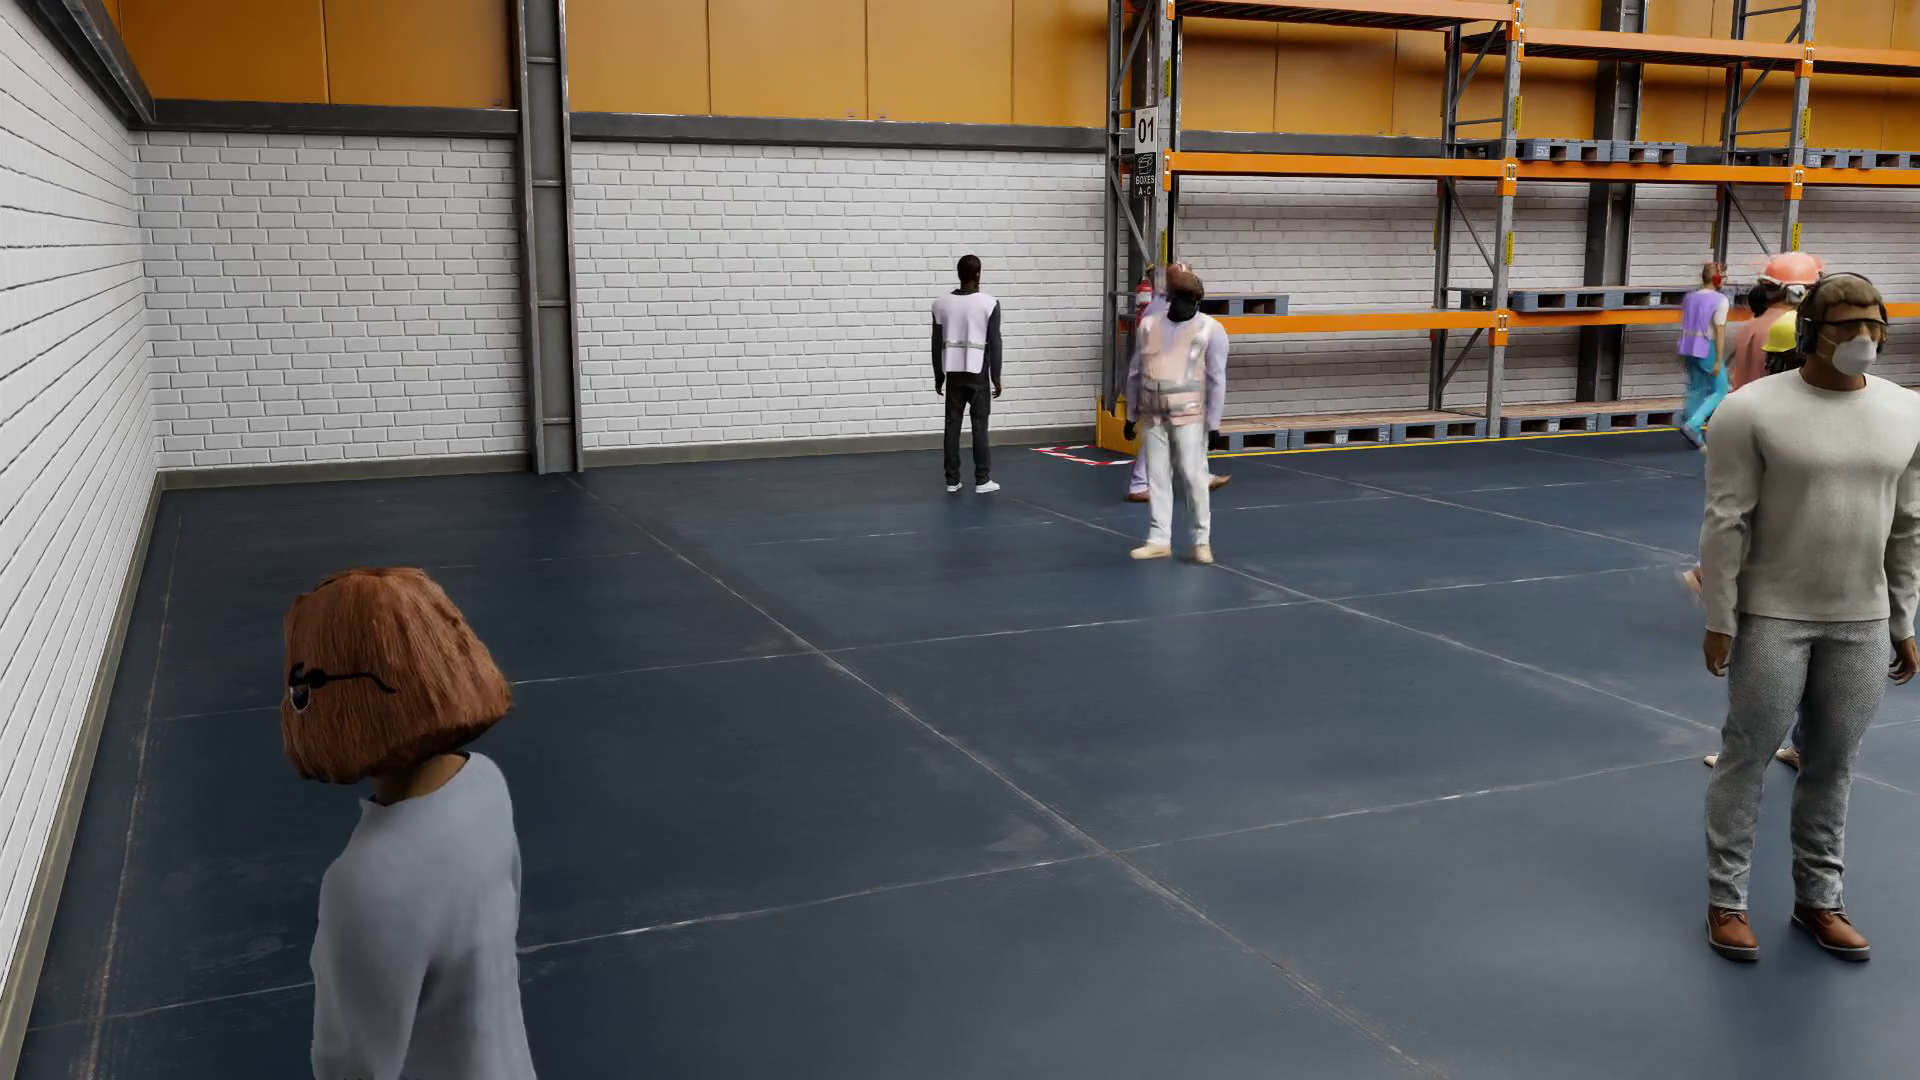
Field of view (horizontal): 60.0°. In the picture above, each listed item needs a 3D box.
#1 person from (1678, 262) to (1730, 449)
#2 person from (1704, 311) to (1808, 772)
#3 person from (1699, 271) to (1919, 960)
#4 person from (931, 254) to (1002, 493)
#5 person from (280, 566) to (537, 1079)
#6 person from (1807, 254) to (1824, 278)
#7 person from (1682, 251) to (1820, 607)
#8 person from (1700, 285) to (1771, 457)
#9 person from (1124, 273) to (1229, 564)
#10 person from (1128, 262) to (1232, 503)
[{"bbox_3d":[7.199,-1.768,16.099,0.435,1.833,0.568,-3,11,-18],"label":"person"},{"bbox_3d":[3.086,0.029,6.260,0.524,1.770,0.315,-2,10,-12],"label":"person"},{"bbox_3d":[2.398,0.226,4.687,0.632,1.940,0.372,0,10,1],"label":"person"},{"bbox_3d":[0.055,-1.336,13.450,0.590,1.916,0.385,4,11,21],"label":"person"},{"bbox_3d":[-0.684,0.840,2.143,0.279,1.626,0.512,0,10,-1],"label":"person"},{"bbox_3d":[7.773,-1.667,15.337,0.476,1.906,0.544,-9,13,-40],"label":"person"},{"bbox_3d":[4.139,-0.502,8.656,0.583,1.979,0.621,0,10,-1],"label":"person"},{"bbox_3d":[6.511,-1.284,13.800,0.598,1.681,0.536,9,14,42],"label":"person"},{"bbox_3d":[1.355,-0.754,10.495,0.674,1.821,0.434,7,13,35],"label":"person"},{"bbox_3d":[1.744,-1.214,12.926,0.988,1.852,0.663,-3,11,-18],"label":"person"}]
